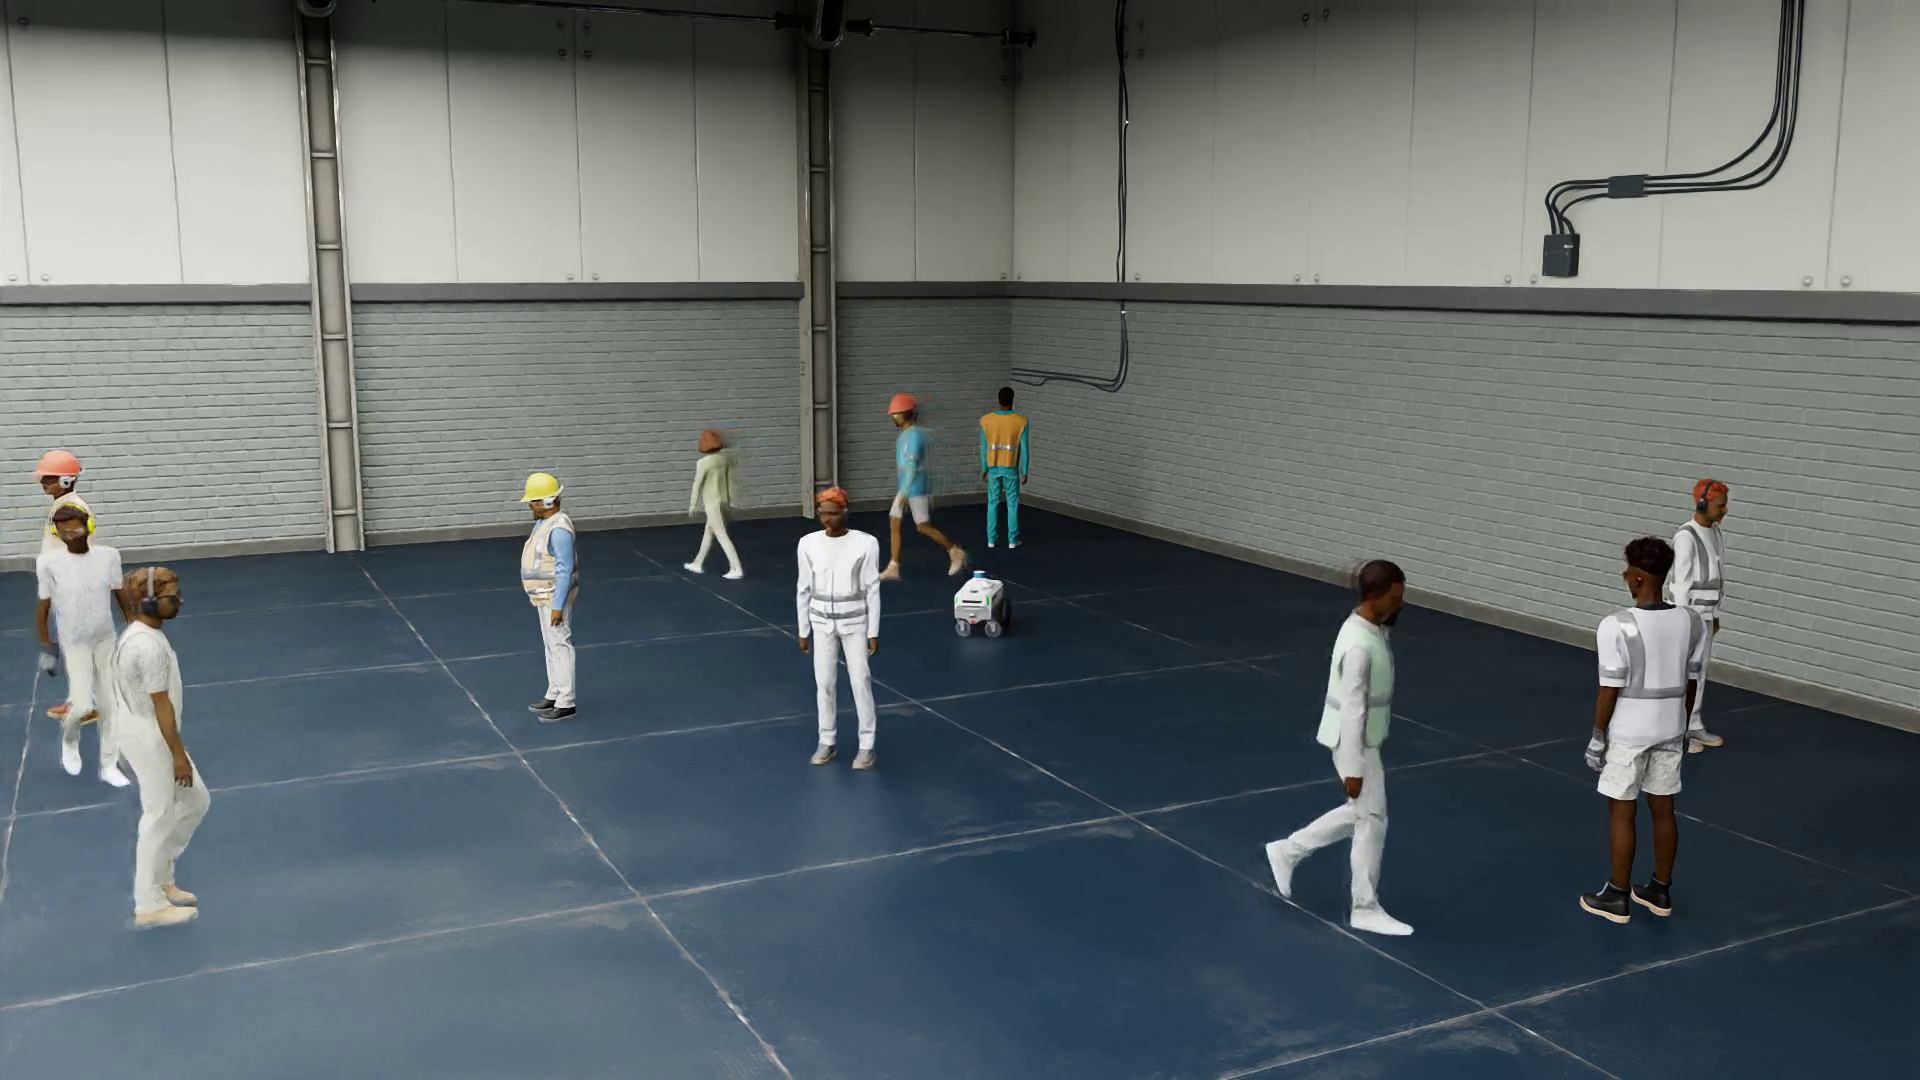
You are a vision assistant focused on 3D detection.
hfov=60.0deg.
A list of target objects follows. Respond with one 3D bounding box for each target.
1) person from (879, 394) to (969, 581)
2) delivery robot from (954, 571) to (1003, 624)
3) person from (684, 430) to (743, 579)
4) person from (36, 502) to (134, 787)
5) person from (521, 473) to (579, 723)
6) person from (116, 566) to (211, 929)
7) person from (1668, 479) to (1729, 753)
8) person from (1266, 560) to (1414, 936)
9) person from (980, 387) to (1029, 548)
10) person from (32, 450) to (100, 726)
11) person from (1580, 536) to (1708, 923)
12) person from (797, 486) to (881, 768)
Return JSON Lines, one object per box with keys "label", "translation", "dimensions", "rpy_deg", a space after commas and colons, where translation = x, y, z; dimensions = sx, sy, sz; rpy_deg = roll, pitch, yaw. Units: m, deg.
{"label": "person", "translation": [-0.431, -0.554, 17.600], "dimensions": [0.961, 2.003, 0.607], "rpy_deg": [-4, 10, -22]}
{"label": "delivery robot", "translation": [0.174, 0.522, 15.090], "dimensions": [0.477, 0.478, 0.707], "rpy_deg": [2, 9, 11]}
{"label": "person", "translation": [-2.652, -0.386, 17.798], "dimensions": [0.874, 1.582, 0.520], "rpy_deg": [5, 11, 30]}
{"label": "person", "translation": [-5.541, 0.657, 10.576], "dimensions": [0.473, 1.846, 0.558], "rpy_deg": [8, 12, 39]}
{"label": "person", "translation": [-2.992, 0.414, 12.150], "dimensions": [0.403, 1.822, 0.589], "rpy_deg": [-4, 10, -24]}
{"label": "person", "translation": [-3.990, 1.038, 8.303], "dimensions": [0.438, 1.830, 0.524], "rpy_deg": [-4, 10, -24]}
{"label": "person", "translation": [5.042, 0.514, 11.376], "dimensions": [0.367, 1.879, 0.581], "rpy_deg": [9, 13, 44]}
{"label": "person", "translation": [1.905, 1.012, 8.257], "dimensions": [0.693, 1.892, 0.629], "rpy_deg": [3, 10, 18]}
{"label": "person", "translation": [0.525, -0.853, 19.708], "dimensions": [0.584, 1.911, 0.391], "rpy_deg": [2, 9, 10]}
{"label": "person", "translation": [-6.448, 0.342, 12.055], "dimensions": [0.375, 1.997, 0.612], "rpy_deg": [-8, 12, -41]}
{"label": "person", "translation": [3.435, 0.952, 8.389], "dimensions": [0.606, 1.967, 0.367], "rpy_deg": [-3, 10, -18]}
{"label": "person", "translation": [-0.798, 0.578, 10.990], "dimensions": [0.575, 1.876, 0.344], "rpy_deg": [2, 9, 13]}
